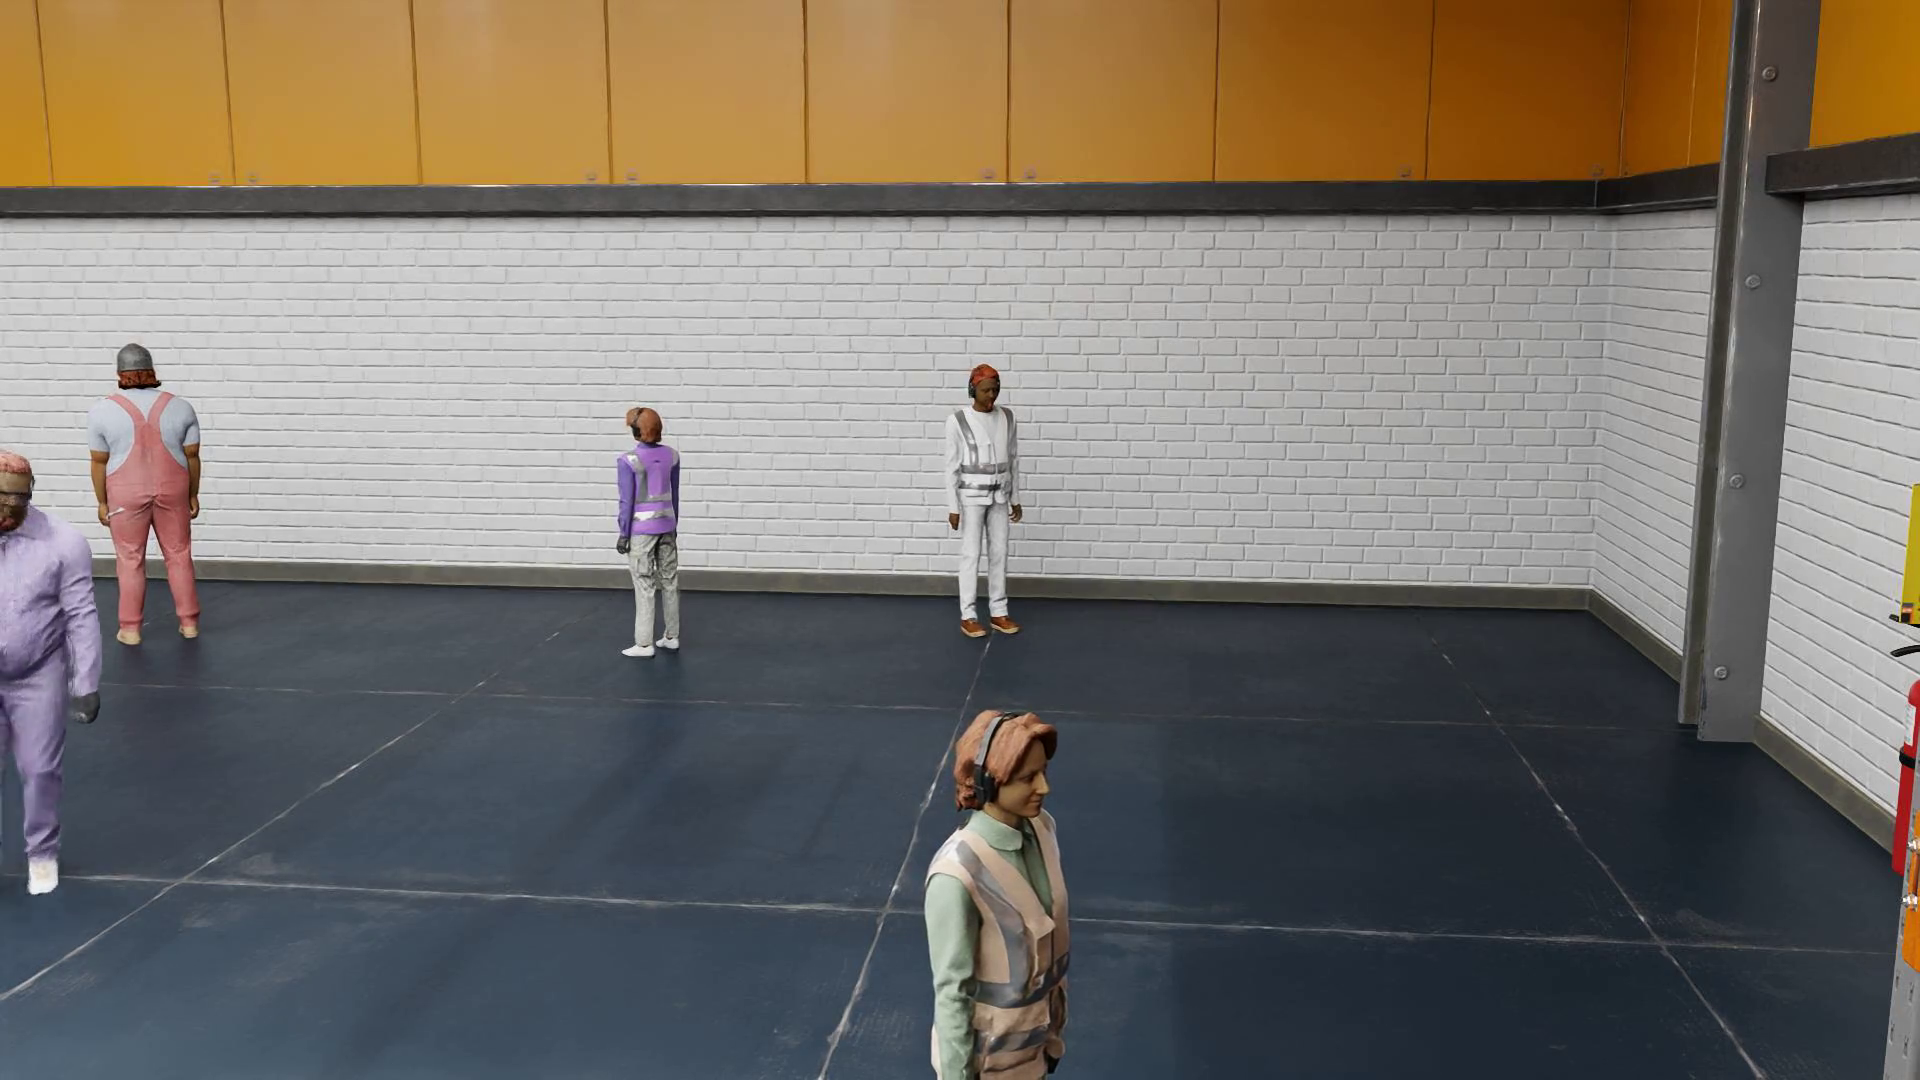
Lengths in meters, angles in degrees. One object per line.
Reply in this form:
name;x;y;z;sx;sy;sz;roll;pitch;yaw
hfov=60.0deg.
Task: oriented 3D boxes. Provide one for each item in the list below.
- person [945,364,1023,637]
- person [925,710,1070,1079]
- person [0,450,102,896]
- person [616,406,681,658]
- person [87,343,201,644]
person;0.164;-0.266;11.425;0.585;1.876;0.374;-6;12;-33
person;0.088;1.183;3.790;0.307;1.639;0.525;5;11;26
person;-3.824;0.554;6.733;0.663;1.870;0.558;-4;11;-22
person;-2.021;-0.051;10.844;0.307;1.644;0.511;7;12;35
person;-5.517;-0.327;11.286;0.683;2.000;0.535;-7;12;-34
